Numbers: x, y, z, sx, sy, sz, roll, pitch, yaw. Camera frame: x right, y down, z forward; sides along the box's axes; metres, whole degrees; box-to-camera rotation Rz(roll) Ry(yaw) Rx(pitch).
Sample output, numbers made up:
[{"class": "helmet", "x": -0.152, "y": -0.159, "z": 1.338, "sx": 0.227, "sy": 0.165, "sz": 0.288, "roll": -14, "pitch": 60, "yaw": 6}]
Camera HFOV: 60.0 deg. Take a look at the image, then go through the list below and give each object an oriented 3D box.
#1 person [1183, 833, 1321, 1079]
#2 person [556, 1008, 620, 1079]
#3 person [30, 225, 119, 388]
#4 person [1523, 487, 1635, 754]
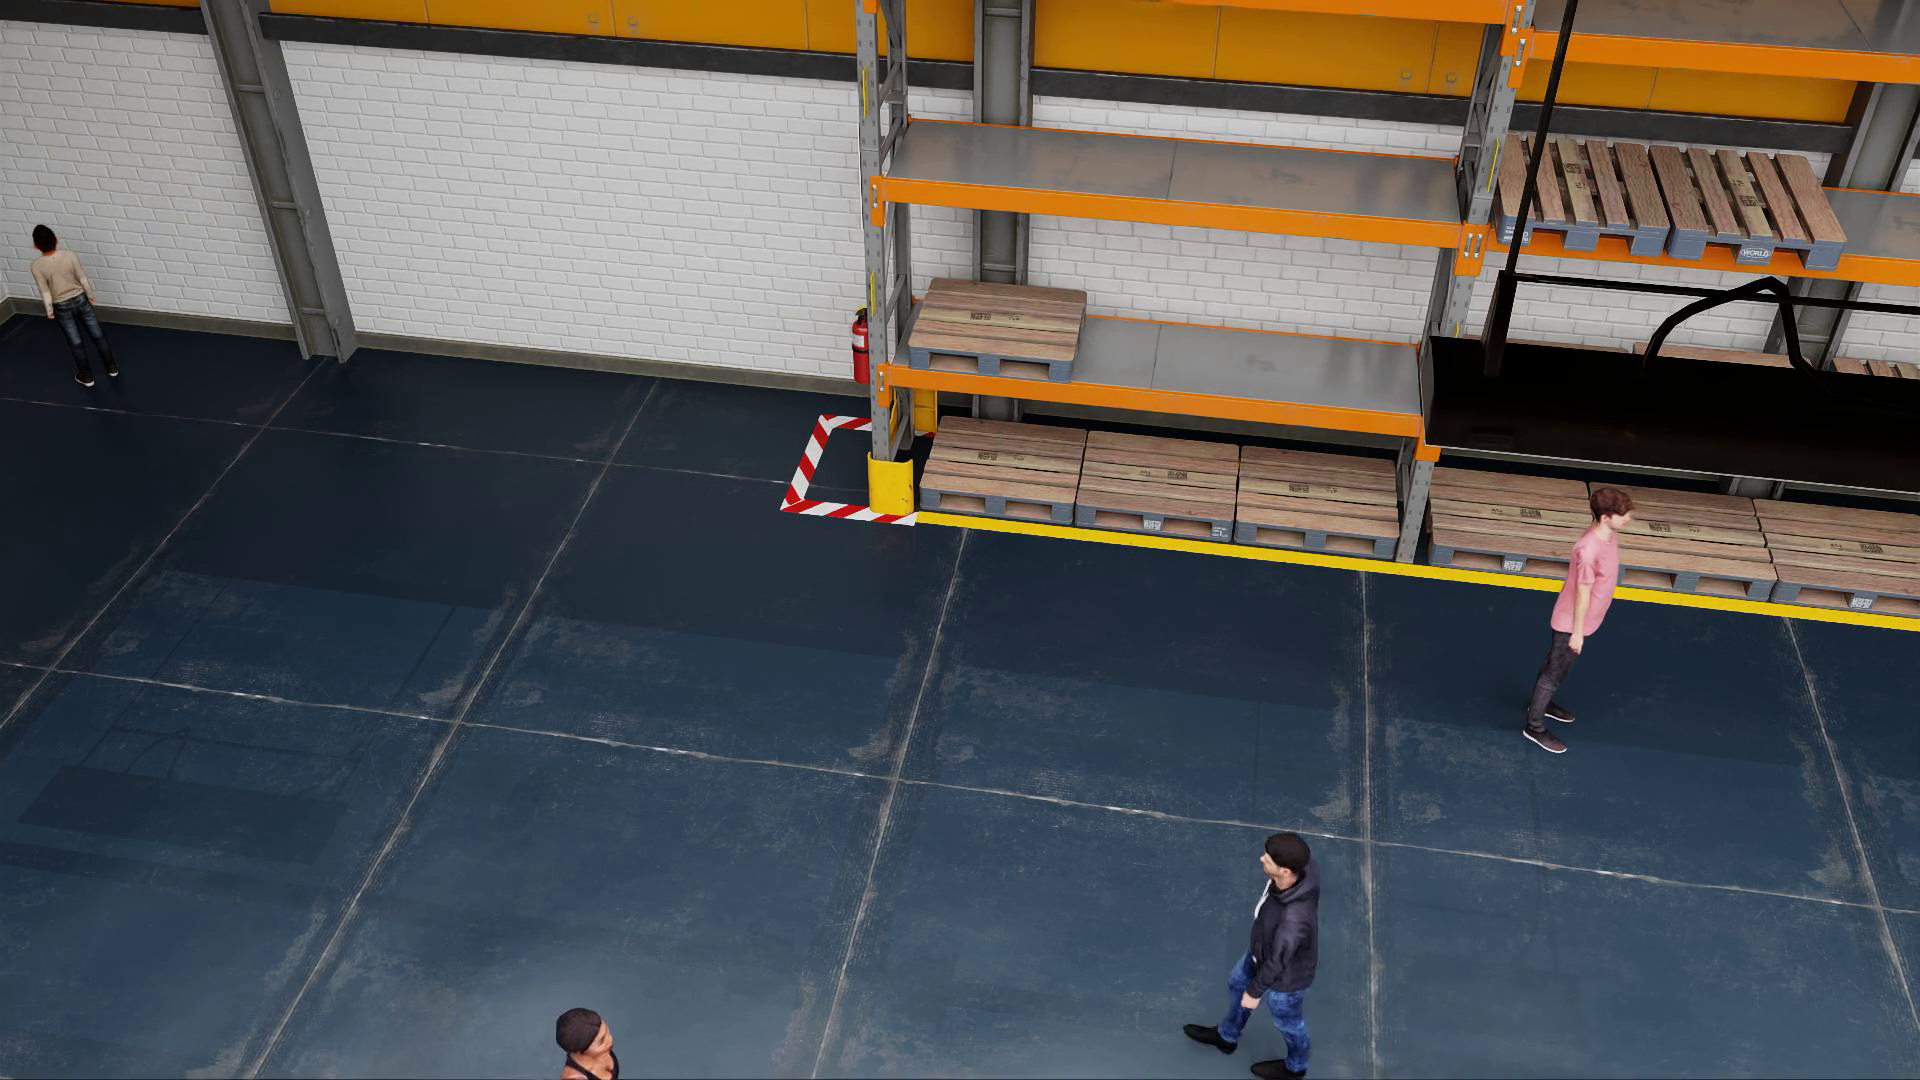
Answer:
[{"class": "person", "x": 1.737, "y": 2.172, "z": 8.466, "sx": 0.882, "sy": 1.864, "sz": 0.684, "roll": 5, "pitch": 39, "yaw": 6}, {"class": "person", "x": -1.801, "y": 2.782, "z": 7.879, "sx": 1.205, "sy": 1.643, "sz": 0.659, "roll": 3, "pitch": 39, "yaw": 4}, {"class": "person", "x": -7.477, "y": -1.980, "z": 13.985, "sx": 0.635, "sy": 1.465, "sz": 0.674, "roll": -30, "pitch": 48, "yaw": -32}, {"class": "person", "x": 3.891, "y": 0.471, "z": 10.520, "sx": 0.648, "sy": 1.958, "sz": 0.680, "roll": 18, "pitch": 42, "yaw": 21}]
